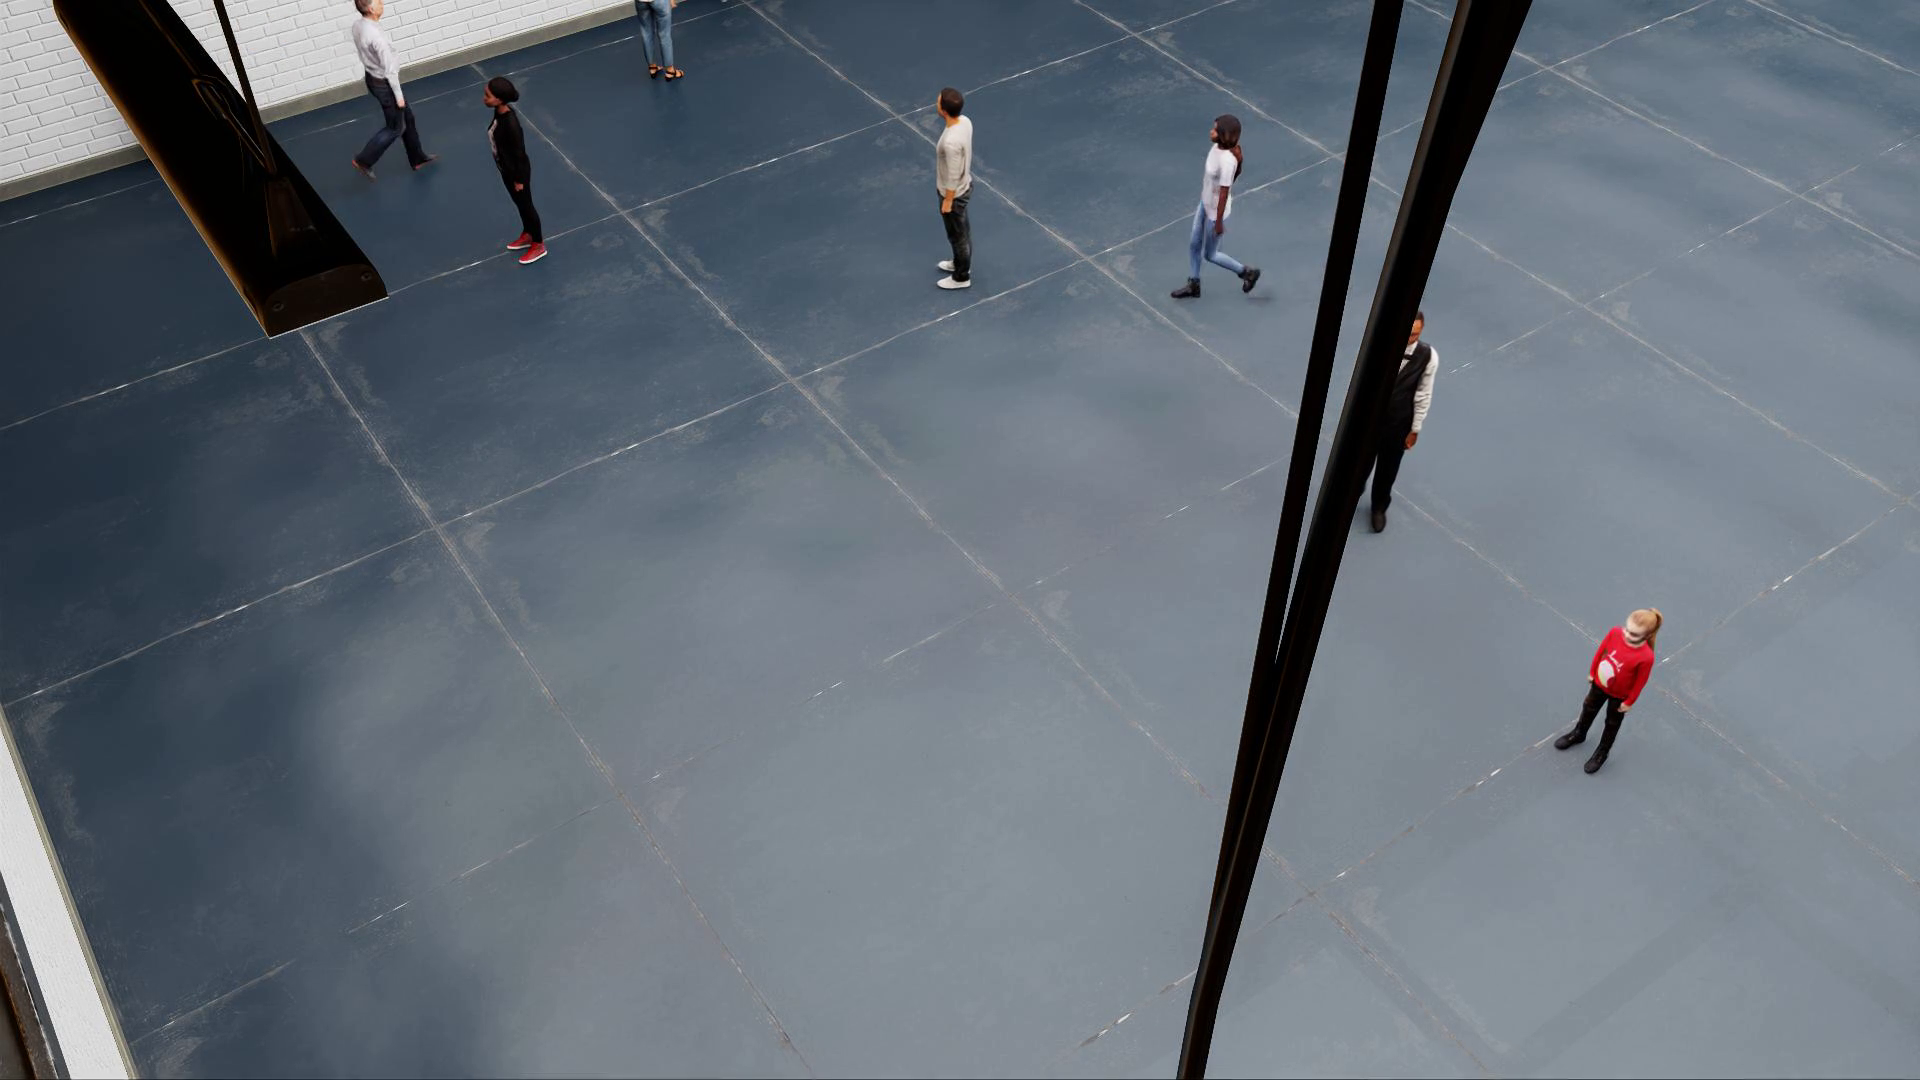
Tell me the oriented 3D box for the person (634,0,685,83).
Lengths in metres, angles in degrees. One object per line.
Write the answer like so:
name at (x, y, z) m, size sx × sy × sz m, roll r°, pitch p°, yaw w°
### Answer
person at (-3.024, -5.328, 16.345) m, size 0.697 × 1.678 × 0.705 m, roll 18°, pitch 46°, yaw 18°

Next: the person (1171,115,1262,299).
person at (2.144, -2.670, 13.538) m, size 1.041 × 1.702 × 0.882 m, roll -2°, pitch 44°, yaw -2°

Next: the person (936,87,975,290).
person at (-0.024, -2.898, 13.699) m, size 0.777 × 1.810 × 0.720 m, roll 7°, pitch 44°, yaw 7°

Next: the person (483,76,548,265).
person at (-3.765, -3.147, 14.058) m, size 0.544 × 1.675 × 0.593 m, roll -24°, pitch 49°, yaw -23°

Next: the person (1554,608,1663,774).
person at (3.980, 0.882, 10.114) m, size 0.487 × 1.282 × 0.481 m, roll -26°, pitch 49°, yaw -24°

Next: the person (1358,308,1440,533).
person at (2.943, -0.859, 11.487) m, size 0.786 × 1.910 × 0.813 m, roll 14°, pitch 45°, yaw 15°

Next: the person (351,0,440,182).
person at (-5.233, -4.052, 14.923) m, size 1.064 × 1.794 × 0.683 m, roll -30°, pitch 51°, yaw -27°
